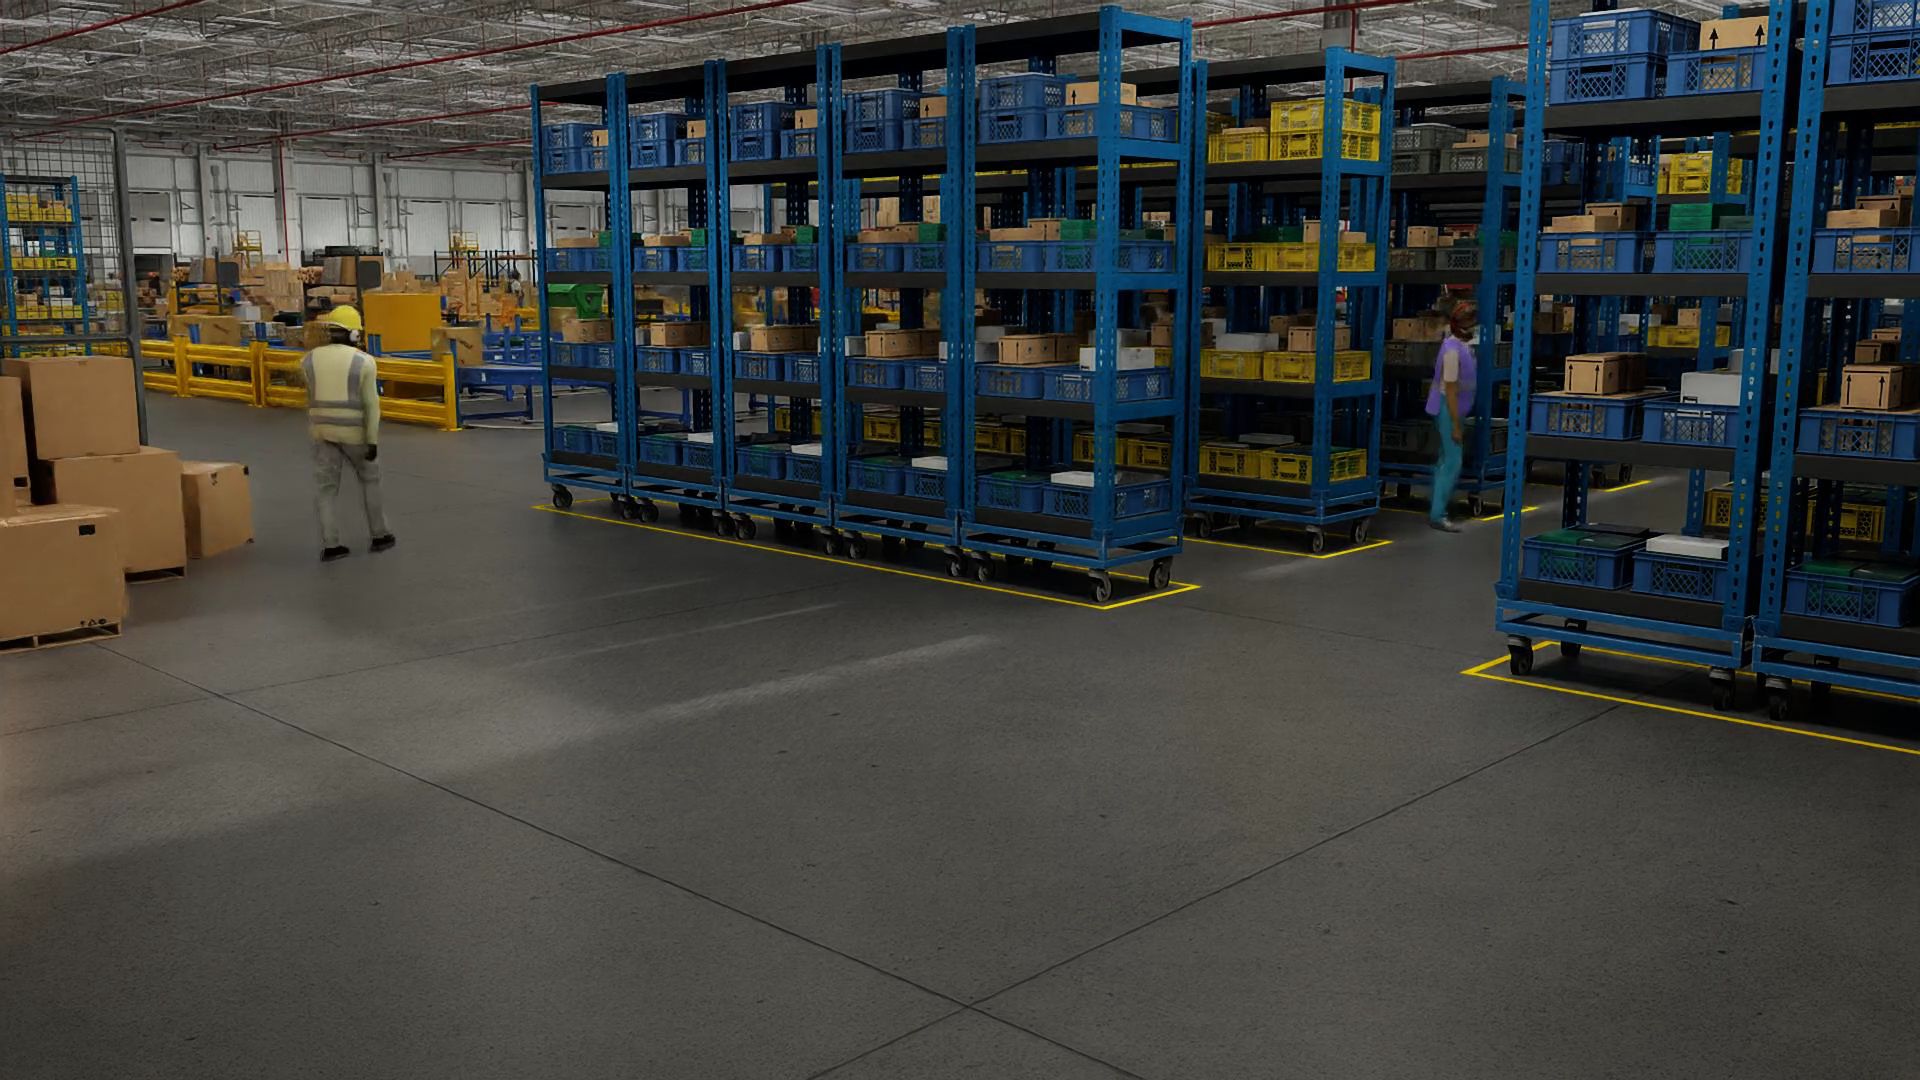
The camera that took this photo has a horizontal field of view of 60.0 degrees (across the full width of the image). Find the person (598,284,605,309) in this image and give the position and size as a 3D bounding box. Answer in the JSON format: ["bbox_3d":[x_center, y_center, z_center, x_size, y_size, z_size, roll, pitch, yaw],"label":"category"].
[{"bbox_3d":[-11.711,-7.522,53.758,0.539,1.670,0.769,-7,12,-39],"label":"person"}]

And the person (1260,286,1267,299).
[{"bbox_3d":[10.525,-8.482,58.919,0.694,1.923,0.534,1,9,8],"label":"person"}]

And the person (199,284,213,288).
[{"bbox_3d":[-32.476,-10.512,71.669,0.626,1.815,0.731,1,9,7],"label":"person"}]

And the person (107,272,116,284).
[{"bbox_3d":[-36.402,-10.558,71.611,0.678,1.918,0.631,-7,11,-36],"label":"person"}]

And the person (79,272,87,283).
[{"bbox_3d":[-39.571,-11.128,75.055,0.521,1.933,0.622,1,9,4],"label":"person"}]

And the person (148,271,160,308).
[{"bbox_3d":[-32.734,-9.941,67.685,0.620,1.976,0.809,6,11,32],"label":"person"}]

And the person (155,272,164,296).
[{"bbox_3d":[-36.113,-11.106,75.013,0.592,1.910,0.611,6,11,32],"label":"person"}]

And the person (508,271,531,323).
[{"bbox_3d":[-15.740,-8.620,59.361,0.976,2.000,0.687,-9,13,-44],"label":"person"}]

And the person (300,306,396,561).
[{"bbox_3d":[-4.400,-0.781,12.020,0.605,1.798,0.807,1,9,5],"label":"person"}]

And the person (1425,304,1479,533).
[{"bbox_3d":[3.908,-0.973,13.230,0.384,1.804,0.779,3,10,20],"label":"person"}]

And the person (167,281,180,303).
[{"bbox_3d":[-20.162,-5.791,42.854,0.307,1.771,0.522,4,10,26],"label":"person"}]

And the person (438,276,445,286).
[{"bbox_3d":[-25.710,-12.300,82.883,0.882,1.724,0.565,7,12,36],"label":"person"}]

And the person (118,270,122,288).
[{"bbox_3d":[-26.220,-7.463,52.262,0.608,2.044,0.370,3,10,20],"label":"person"}]

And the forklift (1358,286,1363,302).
[{"bbox_3d":[11.100,-7.017,46.970,1.873,2.768,1.129,9,13,43],"label":"forklift"}]

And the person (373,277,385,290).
[{"bbox_3d":[-19.154,-7.804,55.009,0.521,1.841,0.754,-1,9,-6],"label":"person"}]

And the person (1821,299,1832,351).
[{"bbox_3d":[14.556,-3.440,28.178,1.008,1.864,0.667,4,10,22],"label":"person"}]

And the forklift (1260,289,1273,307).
[{"bbox_3d":[9.997,-7.839,52.005,1.129,2.768,1.873,-6,11,-32],"label":"forklift"}]

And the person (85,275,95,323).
[{"bbox_3d":[-29.656,-8.066,56.551,0.414,1.851,0.510,-1,9,-5],"label":"person"}]
